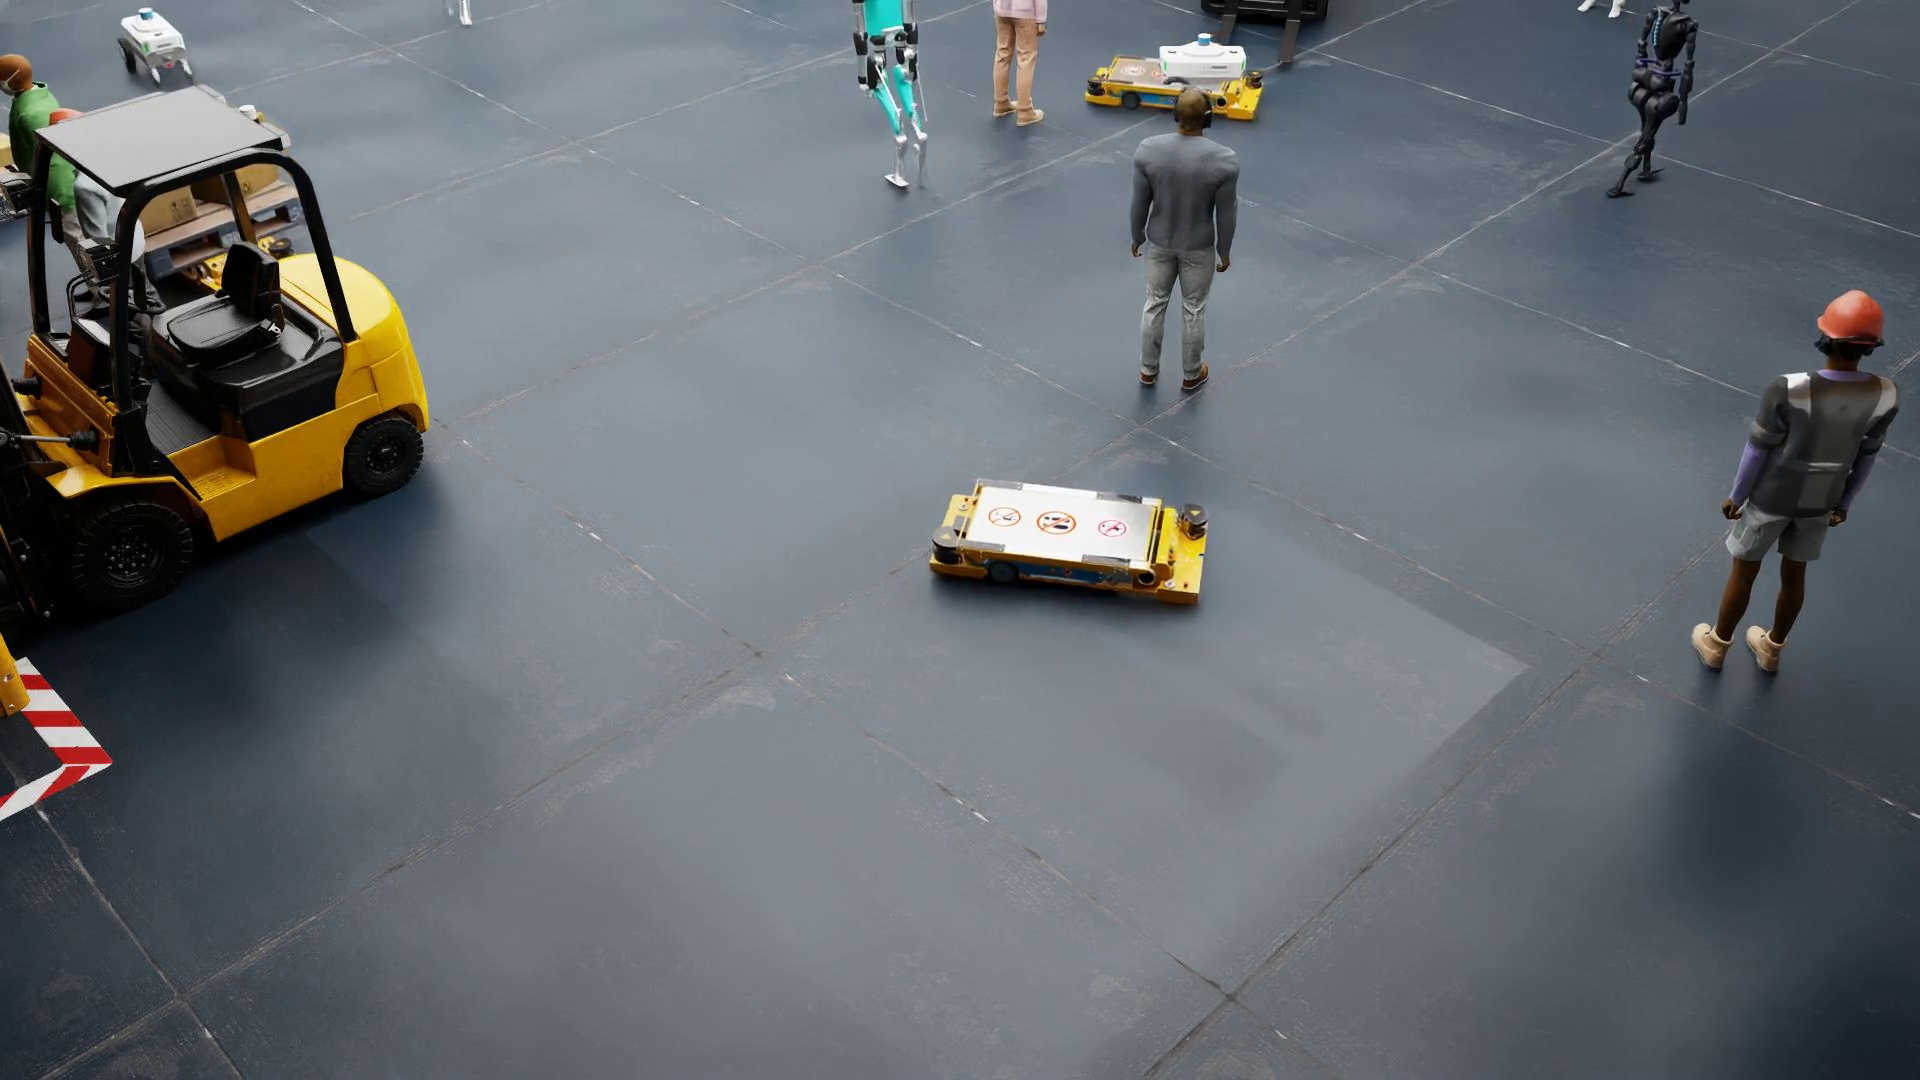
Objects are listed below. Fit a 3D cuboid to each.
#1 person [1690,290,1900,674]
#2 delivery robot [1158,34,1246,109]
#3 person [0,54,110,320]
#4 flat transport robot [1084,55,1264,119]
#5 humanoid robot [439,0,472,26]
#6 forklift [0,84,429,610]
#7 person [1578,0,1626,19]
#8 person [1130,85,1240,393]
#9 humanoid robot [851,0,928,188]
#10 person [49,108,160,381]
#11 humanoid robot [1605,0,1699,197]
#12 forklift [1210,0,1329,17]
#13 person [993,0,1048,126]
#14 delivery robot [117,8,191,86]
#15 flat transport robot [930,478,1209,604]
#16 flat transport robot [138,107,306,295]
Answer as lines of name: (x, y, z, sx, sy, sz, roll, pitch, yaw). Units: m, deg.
person: (3.928, -0.237, 7.848, 0.598, 2.036, 0.405, 0, 37, 0)
delivery robot: (2.024, -3.974, 14.092, 0.816, 0.613, 0.499, 0, 37, 0)
person: (-5.856, -2.286, 10.793, 0.383, 1.784, 0.537, -15, 39, -19)
flat transport robot: (1.828, -3.855, 14.157, 1.431, 0.231, 0.659, 9, 38, 12)
humanoid robot: (-4.737, -5.549, 15.297, 0.550, 1.909, 0.722, -13, 39, -17)
forklift: (-4.145, -1.093, 8.856, 2.313, 2.155, 1.214, -31, 47, -34)
person: (6.166, -5.726, 15.523, 0.519, 1.632, 0.313, 25, 43, 29)
person: (1.328, -1.782, 9.989, 0.636, 1.936, 0.357, 11, 38, 14)
humanoid robot: (-0.439, -3.380, 12.385, 0.542, 1.888, 0.751, -22, 42, -26)
person: (-5.184, -1.802, 10.181, 0.351, 1.739, 0.572, -4, 37, -5)
humanoid robot: (5.233, -3.378, 12.349, 0.656, 1.638, 0.600, -13, 39, -17)
forklift: (3.106, -6.400, 15.960, 1.214, 2.155, 2.313, 8, 37, 10)
person: (0.471, -4.232, 13.407, 0.518, 1.777, 0.410, 27, 44, 31)
delivery robot: (-7.075, -4.358, 14.606, 0.499, 0.611, 0.809, -25, 43, -29)
flat transport robot: (0.602, 0.000, 8.997, 1.431, 0.231, 0.659, 7, 37, 9)
flat transport robot: (-5.388, -2.115, 11.828, 1.431, 0.231, 0.659, 27, 44, 31)
